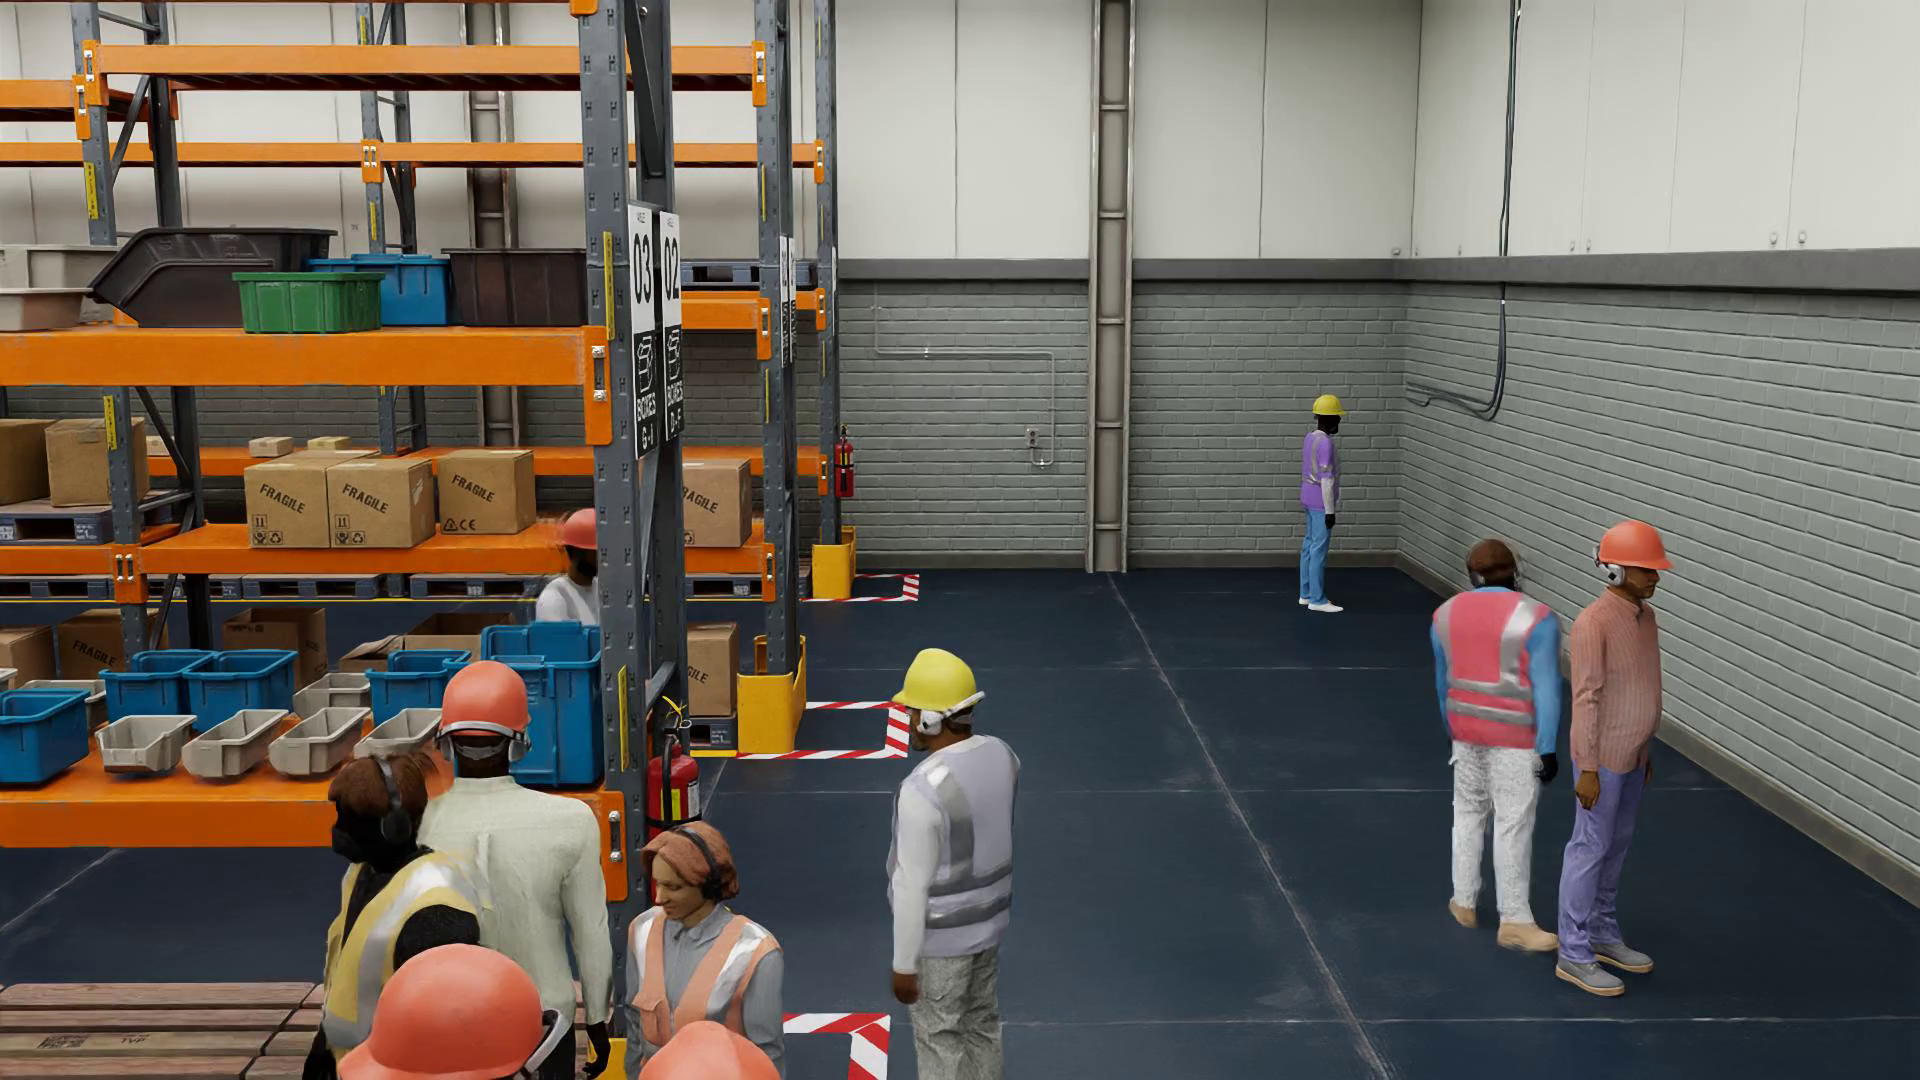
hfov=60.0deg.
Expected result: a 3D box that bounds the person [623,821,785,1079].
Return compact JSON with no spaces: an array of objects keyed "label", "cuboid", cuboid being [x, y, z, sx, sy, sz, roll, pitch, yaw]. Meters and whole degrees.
[{"label":"person","cuboid":[-0.664,1.521,4.358,0.524,1.632,0.317,6,11,31]}]

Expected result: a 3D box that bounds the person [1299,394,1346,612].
[{"label":"person","cuboid":[3.218,-0.328,14.778,0.370,1.929,0.585,-1,9,-4]}]

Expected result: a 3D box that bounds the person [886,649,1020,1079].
[{"label":"person","cuboid":[-0.041,1.252,5.424,0.403,1.826,0.602,6,11,32]}]

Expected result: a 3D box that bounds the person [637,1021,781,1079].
[{"label":"person","cuboid":[-0.352,1.666,2.521,0.546,1.939,0.375,-7,11,-36]}]

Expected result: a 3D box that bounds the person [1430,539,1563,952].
[{"label":"person","cuboid":[2.501,0.915,7.571,0.433,1.809,0.779,-7,11,-36]}]

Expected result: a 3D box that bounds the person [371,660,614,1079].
[{"label":"person","cuboid":[-1.260,1.310,4.535,0.622,1.992,0.395,-2,10,-15]}]

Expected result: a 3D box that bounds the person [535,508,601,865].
[{"label":"person","cuboid":[-1.789,0.797,7.930,0.504,1.914,0.553,4,10,22]}]

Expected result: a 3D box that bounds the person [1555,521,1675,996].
[{"label":"person","cuboid":[2.775,0.901,7.037,0.385,1.993,0.623,9,13,43]}]

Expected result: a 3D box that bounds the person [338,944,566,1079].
[{"label":"person","cuboid":[-0.757,1.609,2.702,0.382,1.995,0.612,-4,10,-21]}]

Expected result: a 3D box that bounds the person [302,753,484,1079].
[{"label":"person","cuboid":[-1.514,1.430,4.431,0.975,1.787,0.643,-5,11,-28]}]
